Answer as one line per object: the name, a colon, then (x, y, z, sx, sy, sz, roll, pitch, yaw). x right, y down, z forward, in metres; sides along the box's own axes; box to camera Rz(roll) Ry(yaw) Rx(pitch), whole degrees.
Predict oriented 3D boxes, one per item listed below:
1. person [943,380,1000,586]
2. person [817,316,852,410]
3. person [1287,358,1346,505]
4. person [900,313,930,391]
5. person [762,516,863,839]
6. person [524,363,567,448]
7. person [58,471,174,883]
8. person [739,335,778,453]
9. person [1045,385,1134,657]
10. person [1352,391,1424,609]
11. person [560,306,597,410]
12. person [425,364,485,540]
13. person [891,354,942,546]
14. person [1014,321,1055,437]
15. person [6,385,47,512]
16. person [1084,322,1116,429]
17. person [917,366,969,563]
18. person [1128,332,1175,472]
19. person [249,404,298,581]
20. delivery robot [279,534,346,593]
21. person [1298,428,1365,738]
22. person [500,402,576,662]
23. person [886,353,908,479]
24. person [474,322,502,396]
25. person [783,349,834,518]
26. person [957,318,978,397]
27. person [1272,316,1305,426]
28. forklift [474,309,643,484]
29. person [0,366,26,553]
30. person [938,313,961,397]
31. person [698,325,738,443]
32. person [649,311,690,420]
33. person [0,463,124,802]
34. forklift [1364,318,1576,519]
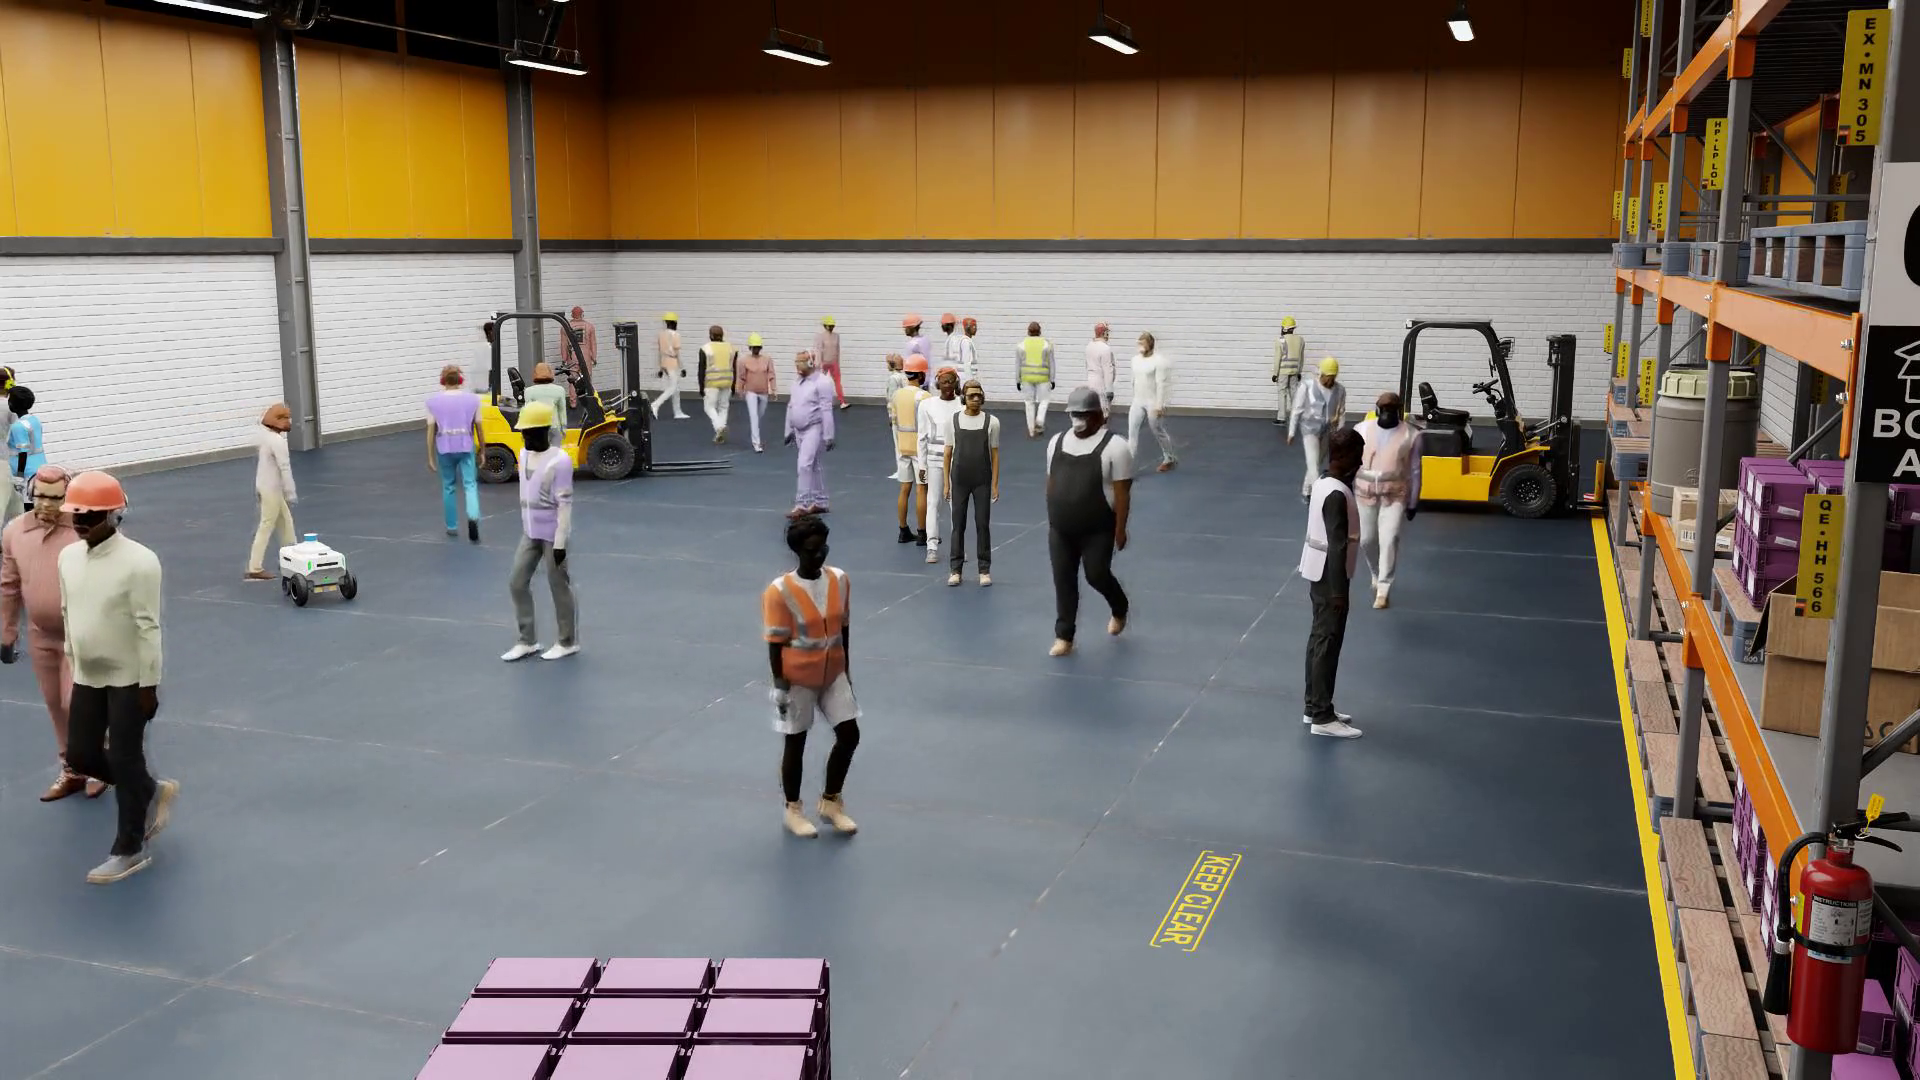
person: (0.100, -0.503, 14.805, 0.507, 1.846, 0.343, 0, 10, 2)
person: (-2.357, -3.225, 30.455, 0.553, 1.718, 0.884, -8, 13, -37)
person: (4.128, -1.225, 19.138, 0.658, 1.746, 0.962, -3, 10, -14)
person: (-0.678, -2.327, 24.552, 0.419, 2.030, 0.653, 5, 11, 25)
person: (-0.727, 0.712, 8.423, 0.549, 1.677, 0.510, -8, 13, -38)
person: (-4.961, -1.307, 19.927, 0.504, 1.631, 0.279, -6, 11, -29)
person: (-4.061, 0.636, 8.030, 0.617, 1.978, 0.561, 3, 11, 18)
person: (-3.003, -2.175, 24.573, 0.530, 1.722, 0.897, -5, 11, -25)
person: (0.963, -0.179, 12.428, 0.691, 2.000, 0.781, 6, 12, 31)
person: (3.594, -0.366, 14.103, 0.632, 1.821, 0.737, 5, 11, 28)
person: (-7.036, -3.361, 30.724, 0.653, 1.906, 0.408, -2, 10, -12)
person: (-5.185, -0.903, 17.129, 0.581, 1.822, 0.805, -4, 11, -21)
person: (-0.441, -0.910, 16.832, 0.545, 1.939, 0.354, 9, 13, 40)
person: (1.180, -2.536, 26.277, 0.654, 1.831, 0.452, 2, 10, 9)
person: (-8.936, -0.633, 15.949, 0.318, 1.699, 0.533, -3, 10, -15)
person: (2.084, -2.233, 24.366, 0.409, 1.908, 0.652, -4, 11, -23)
person: (-0.123, -0.719, 15.918, 0.575, 1.883, 0.355, -2, 10, -9)
person: (2.517, -1.802, 22.012, 1.010, 1.896, 0.645, -9, 13, -41)
person: (-6.158, -0.443, 15.151, 0.804, 1.591, 0.514, -8, 13, -37)
delivery robot: (-5.561, 0.189, 14.274, 0.477, 0.478, 0.707, -9, 13, -41)
person: (2.310, 0.255, 10.342, 0.392, 1.914, 0.588, 1, 10, 4)
person: (-3.085, -0.044, 12.028, 0.627, 1.905, 0.671, 8, 13, 39)
person: (-0.797, -1.609, 21.650, 0.322, 1.630, 0.521, 3, 10, 14)
person: (-6.827, -2.181, 24.018, 0.623, 1.919, 0.658, 9, 14, 42)
person: (-1.779, -1.178, 18.507, 0.796, 1.878, 0.669, -8, 13, -38)
person: (0.120, -2.581, 26.392, 0.339, 1.882, 0.584, -1, 10, -3)
person: (5.503, -2.840, 27.987, 0.600, 1.834, 0.404, -5, 11, -25)
forklift: (-5.354, -1.902, 21.697, 2.313, 2.155, 1.214, -2, 10, -13)
person: (-9.385, -0.804, 16.541, 0.562, 1.820, 0.923, 5, 11, 24)
person: (-0.229, -2.842, 27.854, 0.987, 1.883, 0.570, -1, 10, -5)
person: (-3.673, -2.364, 25.339, 0.634, 1.825, 0.593, -6, 12, -30)
person: (-5.056, -3.017, 28.804, 0.793, 1.906, 0.591, -8, 13, -38)
person: (-4.836, 0.511, 8.998, 0.745, 1.874, 0.458, 1, 10, 5)
forklift: (5.787, -1.437, 19.079, 2.313, 2.155, 1.214, 3, 11, 19)
